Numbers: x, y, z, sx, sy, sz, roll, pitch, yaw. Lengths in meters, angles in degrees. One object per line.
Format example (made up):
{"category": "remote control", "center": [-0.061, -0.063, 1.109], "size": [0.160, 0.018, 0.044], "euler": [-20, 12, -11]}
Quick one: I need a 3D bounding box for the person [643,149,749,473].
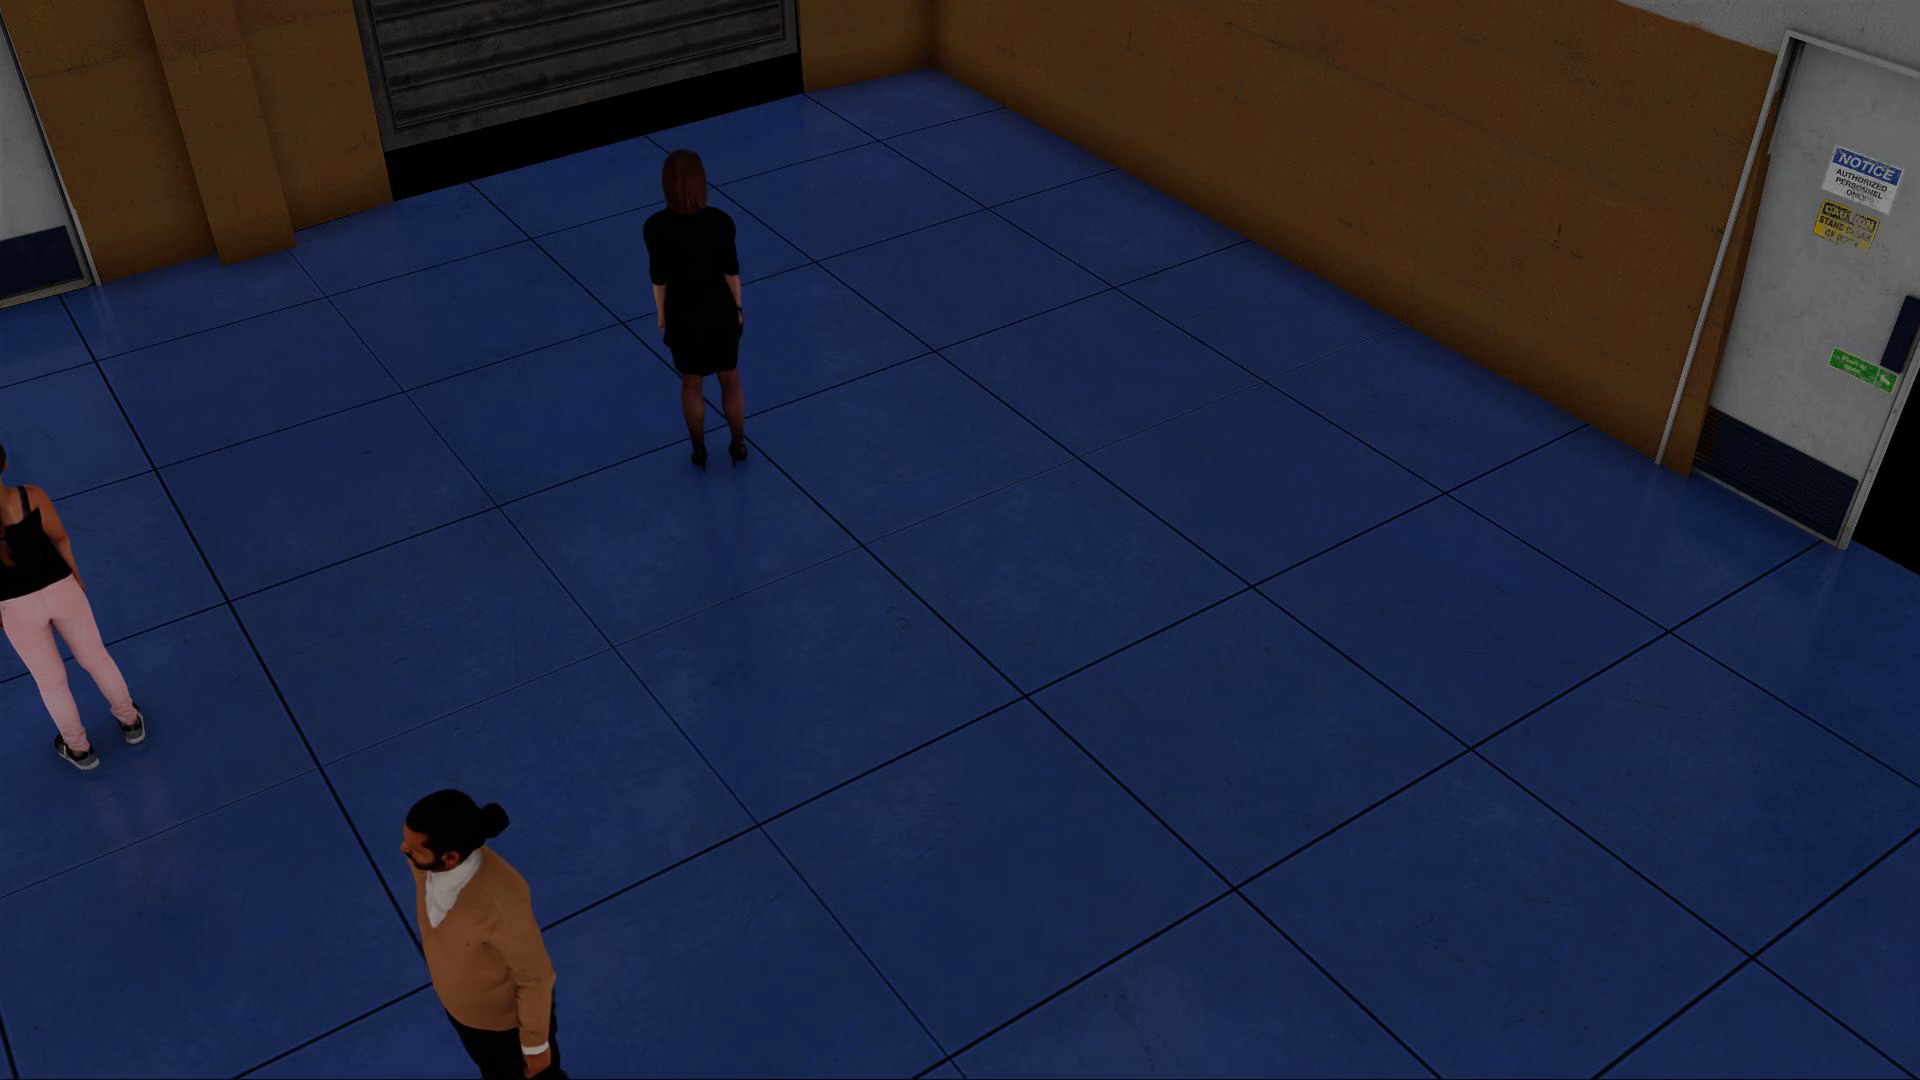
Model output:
{"category": "person", "center": [-1.275, -1.100, 8.180], "size": [0.586, 1.704, 0.718], "euler": [-5, 37, -7]}

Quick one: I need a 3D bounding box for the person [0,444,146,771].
{"category": "person", "center": [-3.607, 0.238, 6.527], "size": [0.478, 1.564, 0.613], "euler": [-28, 45, -32]}

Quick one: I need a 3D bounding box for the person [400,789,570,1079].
{"category": "person", "center": [-1.358, 1.352, 4.887], "size": [0.710, 1.752, 0.675], "euler": [27, 45, 32]}
